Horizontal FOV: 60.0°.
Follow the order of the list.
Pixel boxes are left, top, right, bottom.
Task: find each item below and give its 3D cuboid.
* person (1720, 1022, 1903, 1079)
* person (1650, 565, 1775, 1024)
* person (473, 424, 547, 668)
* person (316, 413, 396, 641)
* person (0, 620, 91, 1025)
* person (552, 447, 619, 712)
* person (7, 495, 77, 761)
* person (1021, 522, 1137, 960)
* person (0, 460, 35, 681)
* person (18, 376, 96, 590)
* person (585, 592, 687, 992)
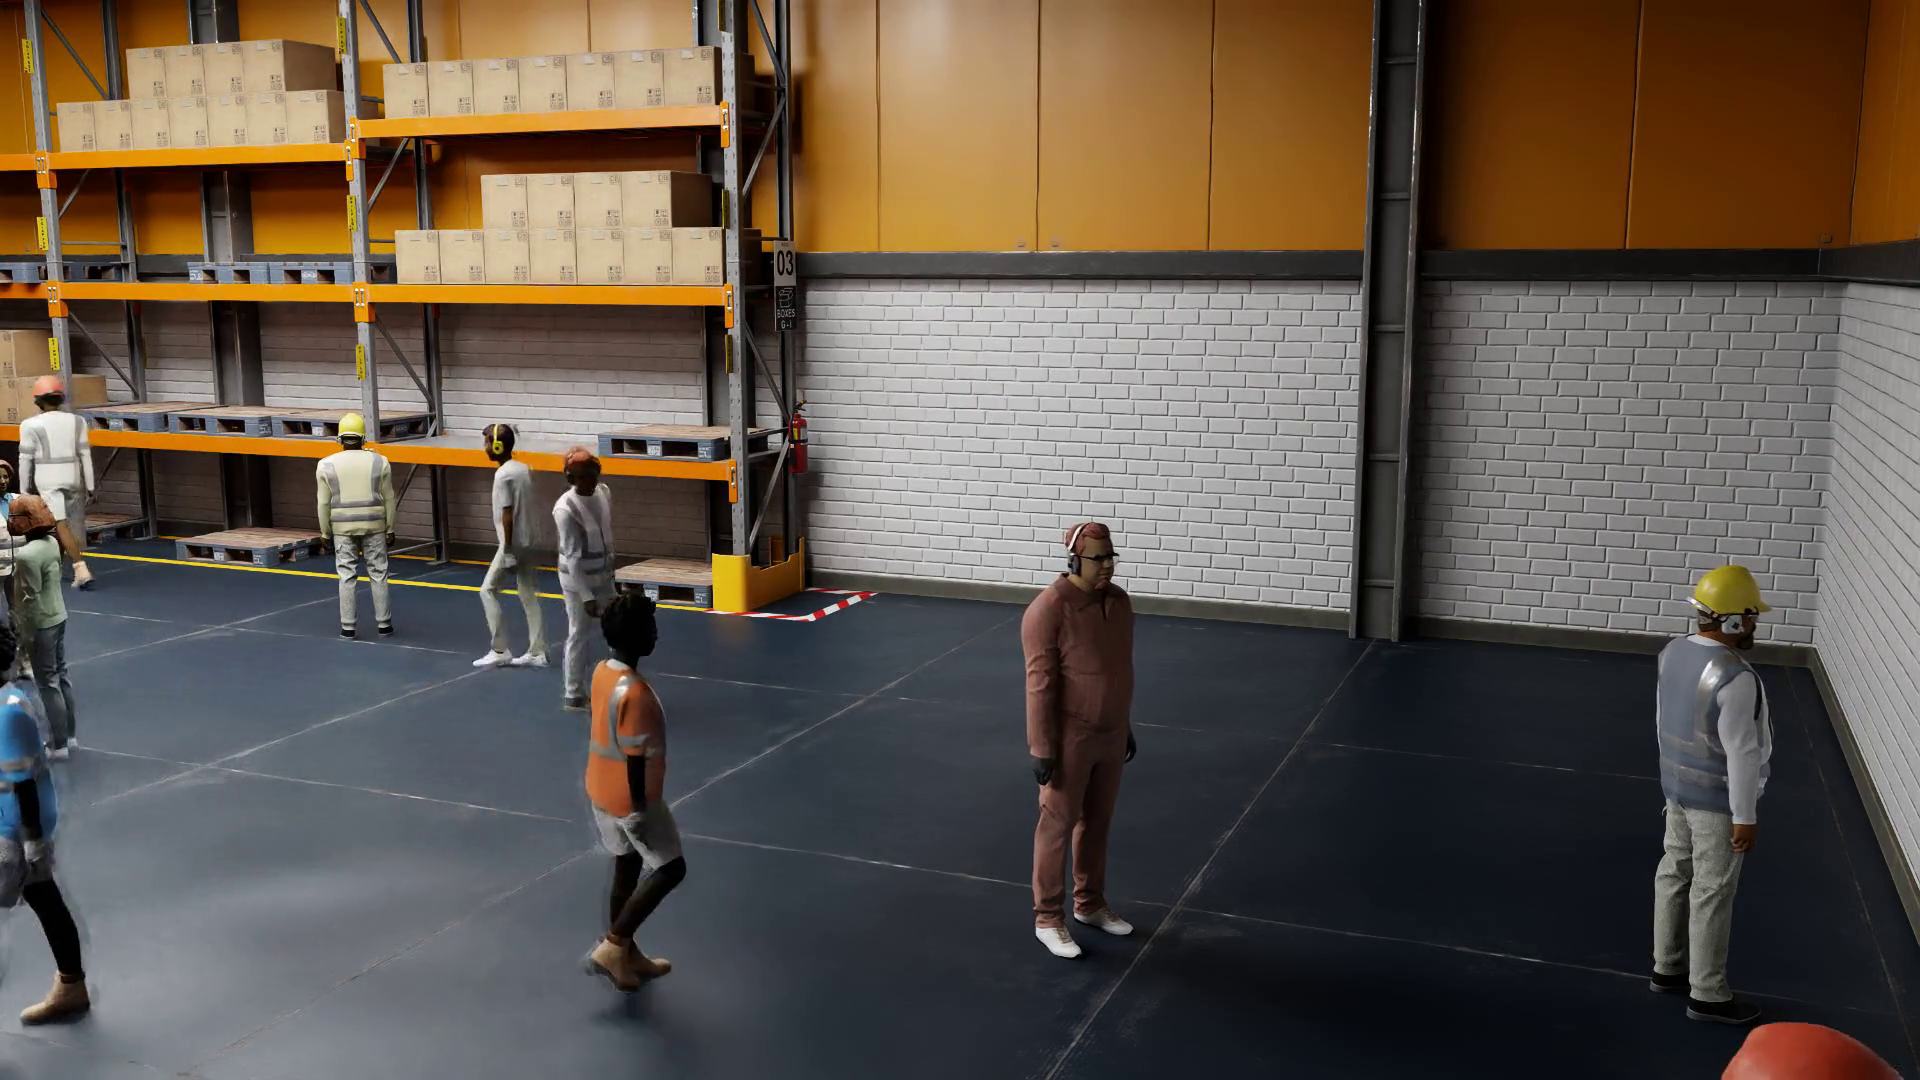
[{"bbox_3d":[1.187,1.675,2.175,0.436,1.985,0.811,1,9,5],"label":"person"},{"bbox_3d":[3.024,1.005,6.679,0.403,1.833,0.590,-1,9,-7],"label":"person"},{"bbox_3d":[-3.415,0.048,12.459,0.680,1.838,0.501,2,10,15],"label":"person"},{"bbox_3d":[-4.844,-0.102,13.386,0.588,1.834,0.403,-4,10,-20],"label":"person"},{"bbox_3d":[-3.795,1.126,6.412,0.753,1.667,0.556,-7,12,-36],"label":"person"},{"bbox_3d":[-2.409,0.285,11.020,0.696,1.841,0.663,5,11,30],"label":"person"},{"bbox_3d":[-5.604,0.534,10.137,0.279,1.633,0.501,-2,10,-13],"label":"person"},{"bbox_3d":[0.562,0.862,7.327,0.403,1.906,0.651,9,13,44],"label":"person"},{"bbox_3d":[-6.845,0.238,11.910,0.309,1.641,0.515,5,11,29],"label":"person"},{"bbox_3d":[-8.437,-0.540,15.587,1.068,1.997,0.620,6,11,33],"label":"person"},{"bbox_3d":[-1.350,1.046,6.881,0.356,1.689,0.537,-6,11,-31],"label":"person"}]
